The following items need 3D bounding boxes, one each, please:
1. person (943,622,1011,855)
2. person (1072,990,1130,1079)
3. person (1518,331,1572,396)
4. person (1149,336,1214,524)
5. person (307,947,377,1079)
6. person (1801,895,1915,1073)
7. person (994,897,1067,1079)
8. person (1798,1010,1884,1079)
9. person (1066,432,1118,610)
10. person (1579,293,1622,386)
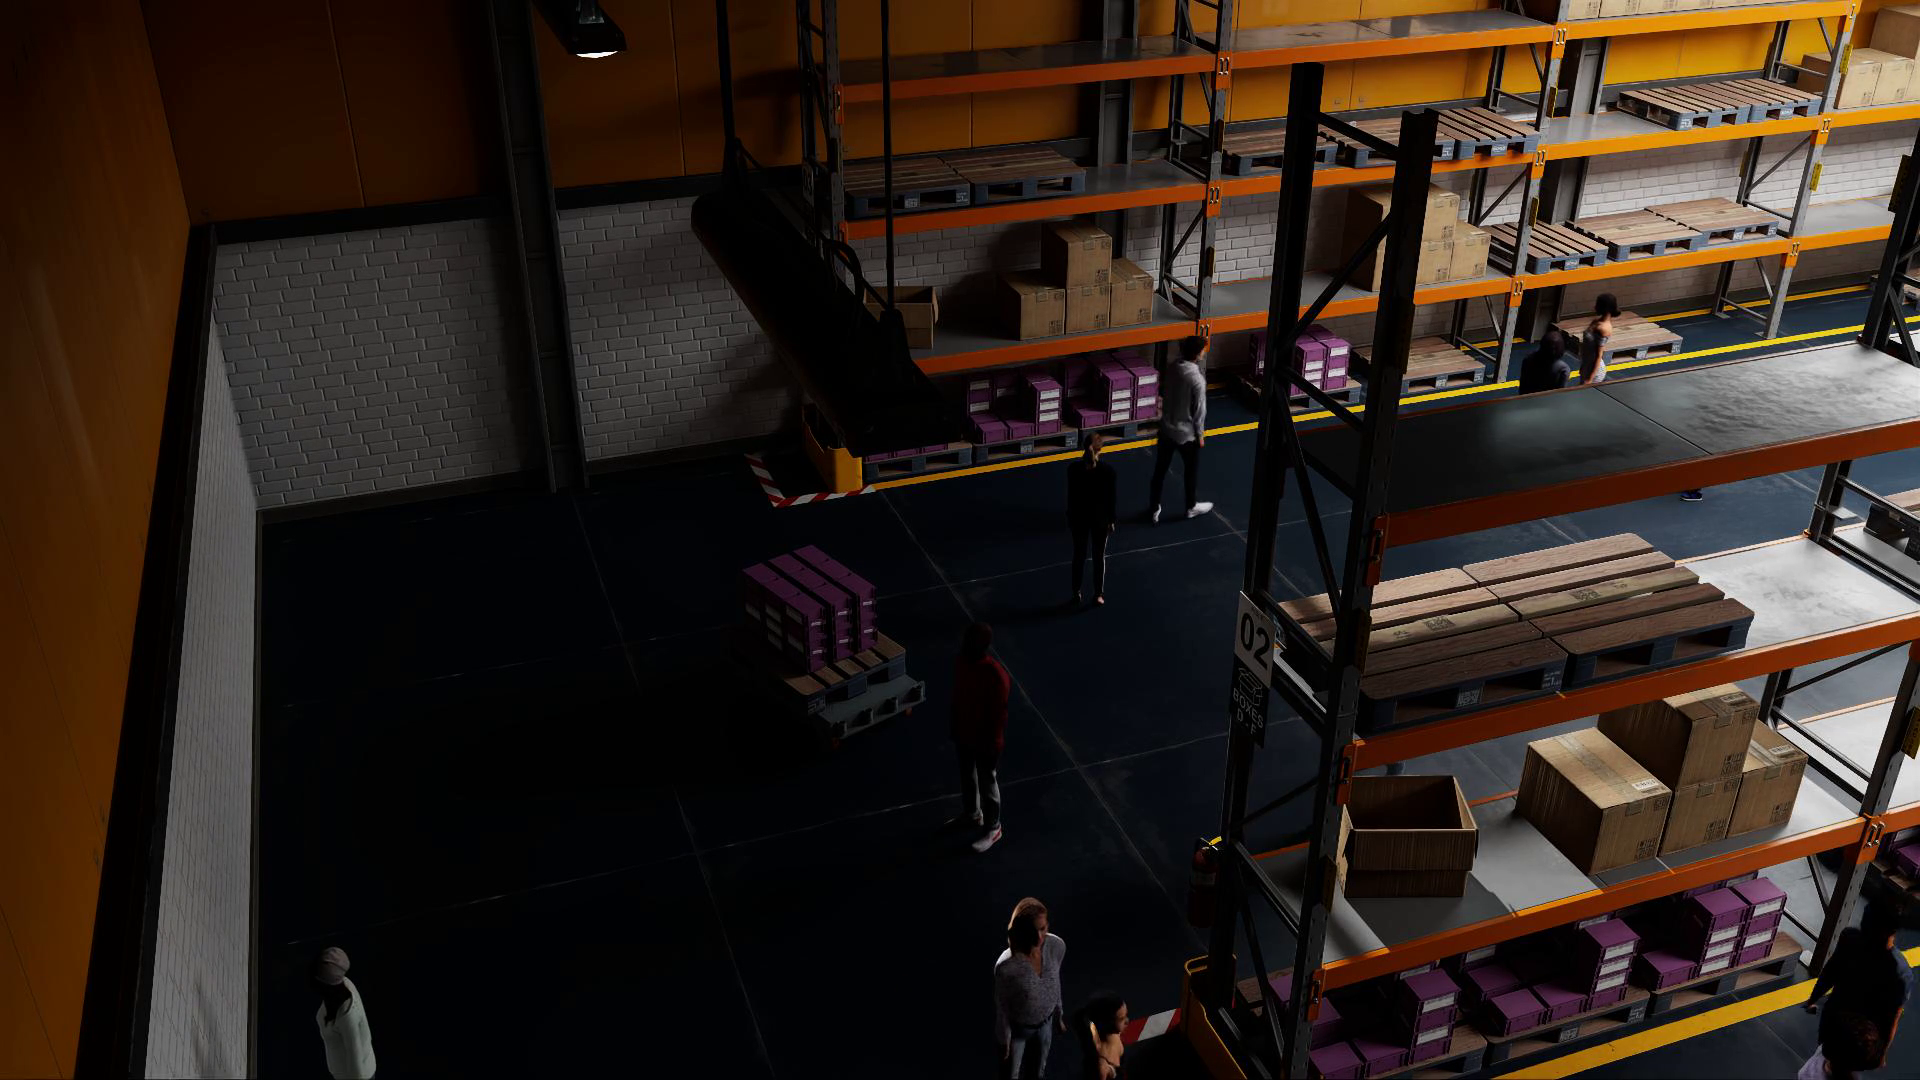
[{"bbox_3d":[0.133,1.360,11.754,0.671,1.819,0.729,-20,34,-32],"label":"person"},{"bbox_3d":[0.634,3.027,8.804,0.764,1.715,0.719,5,29,9],"label":"person"},{"bbox_3d":[5.946,-1.389,17.026,0.778,1.595,0.806,24,37,36],"label":"person"},{"bbox_3d":[2.065,-1.045,16.073,0.873,1.904,0.977,22,36,35],"label":"person"},{"bbox_3d":[-3.334,2.879,9.148,0.525,1.647,0.580,-14,32,-24],"label":"person"},{"bbox_3d":[5.060,2.719,9.283,0.703,1.798,0.733,-3,29,-6],"label":"person"},{"bbox_3d":[0.370,2.719,9.285,0.495,1.796,0.678,-15,32,-25],"label":"person"},{"bbox_3d":[4.515,3.124,8.641,0.743,1.702,0.705,1,29,1],"label":"person"},{"bbox_3d":[1.148,-0.163,14.660,0.652,1.707,0.755,6,29,10],"label":"person"},{"bbox_3d":[6.626,-1.728,17.409,0.691,1.824,0.679,5,29,8],"label":"person"}]
